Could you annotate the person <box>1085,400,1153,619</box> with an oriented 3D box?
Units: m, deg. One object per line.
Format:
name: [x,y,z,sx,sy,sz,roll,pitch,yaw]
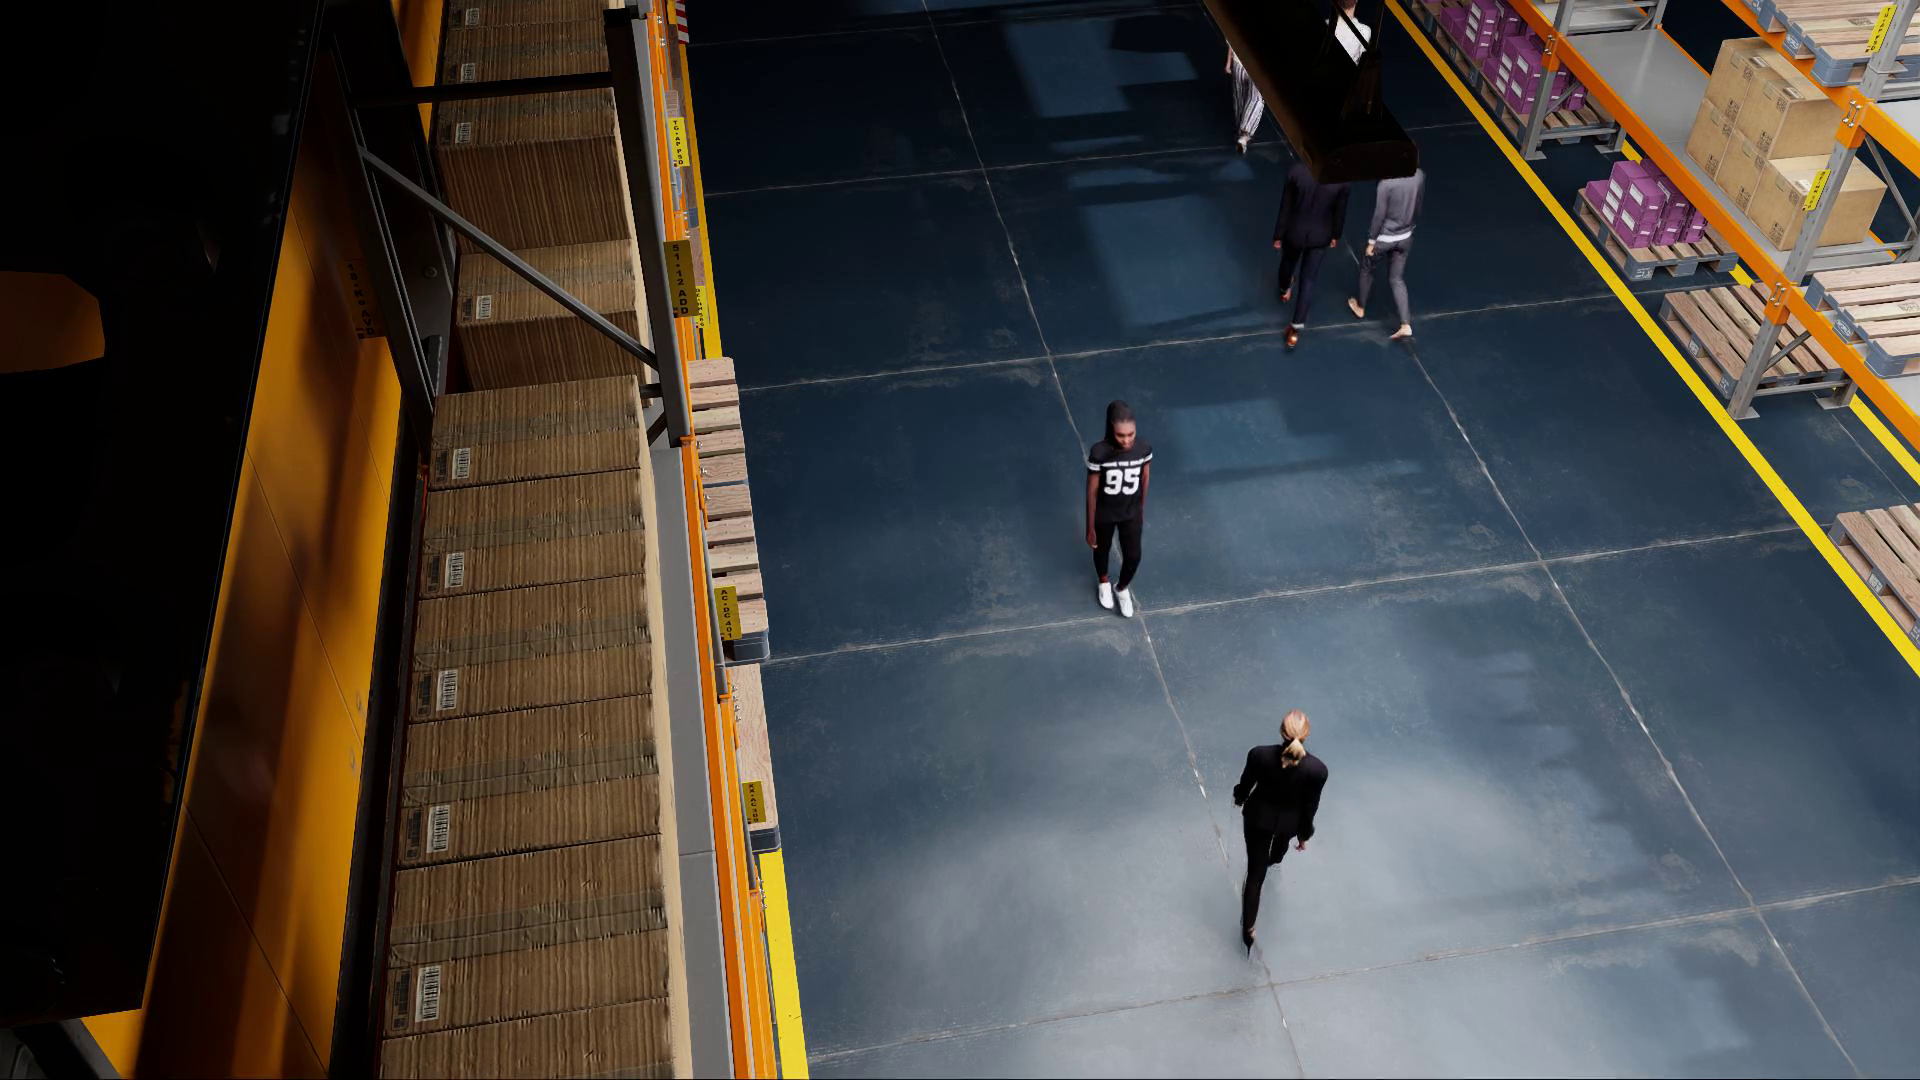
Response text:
person: [1.020,-0.247,11.232,0.609,1.715,0.637,-5,44,-6]

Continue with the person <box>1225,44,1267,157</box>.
person: [2.729,-4.438,15.674,0.969,1.655,1.141,12,45,13]

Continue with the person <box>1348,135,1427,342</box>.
person: [3.549,-2.411,13.485,0.758,1.741,1.090,-15,46,-15]

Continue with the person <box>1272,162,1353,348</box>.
person: [2.808,-2.396,13.452,1.010,1.764,1.295,7,44,8]

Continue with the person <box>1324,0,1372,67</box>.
person: [3.430,-4.103,15.203,1.069,1.820,1.197,19,47,19]

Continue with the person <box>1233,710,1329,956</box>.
person: [1.733,1.649,9.284,0.901,1.657,1.166,9,44,9]
